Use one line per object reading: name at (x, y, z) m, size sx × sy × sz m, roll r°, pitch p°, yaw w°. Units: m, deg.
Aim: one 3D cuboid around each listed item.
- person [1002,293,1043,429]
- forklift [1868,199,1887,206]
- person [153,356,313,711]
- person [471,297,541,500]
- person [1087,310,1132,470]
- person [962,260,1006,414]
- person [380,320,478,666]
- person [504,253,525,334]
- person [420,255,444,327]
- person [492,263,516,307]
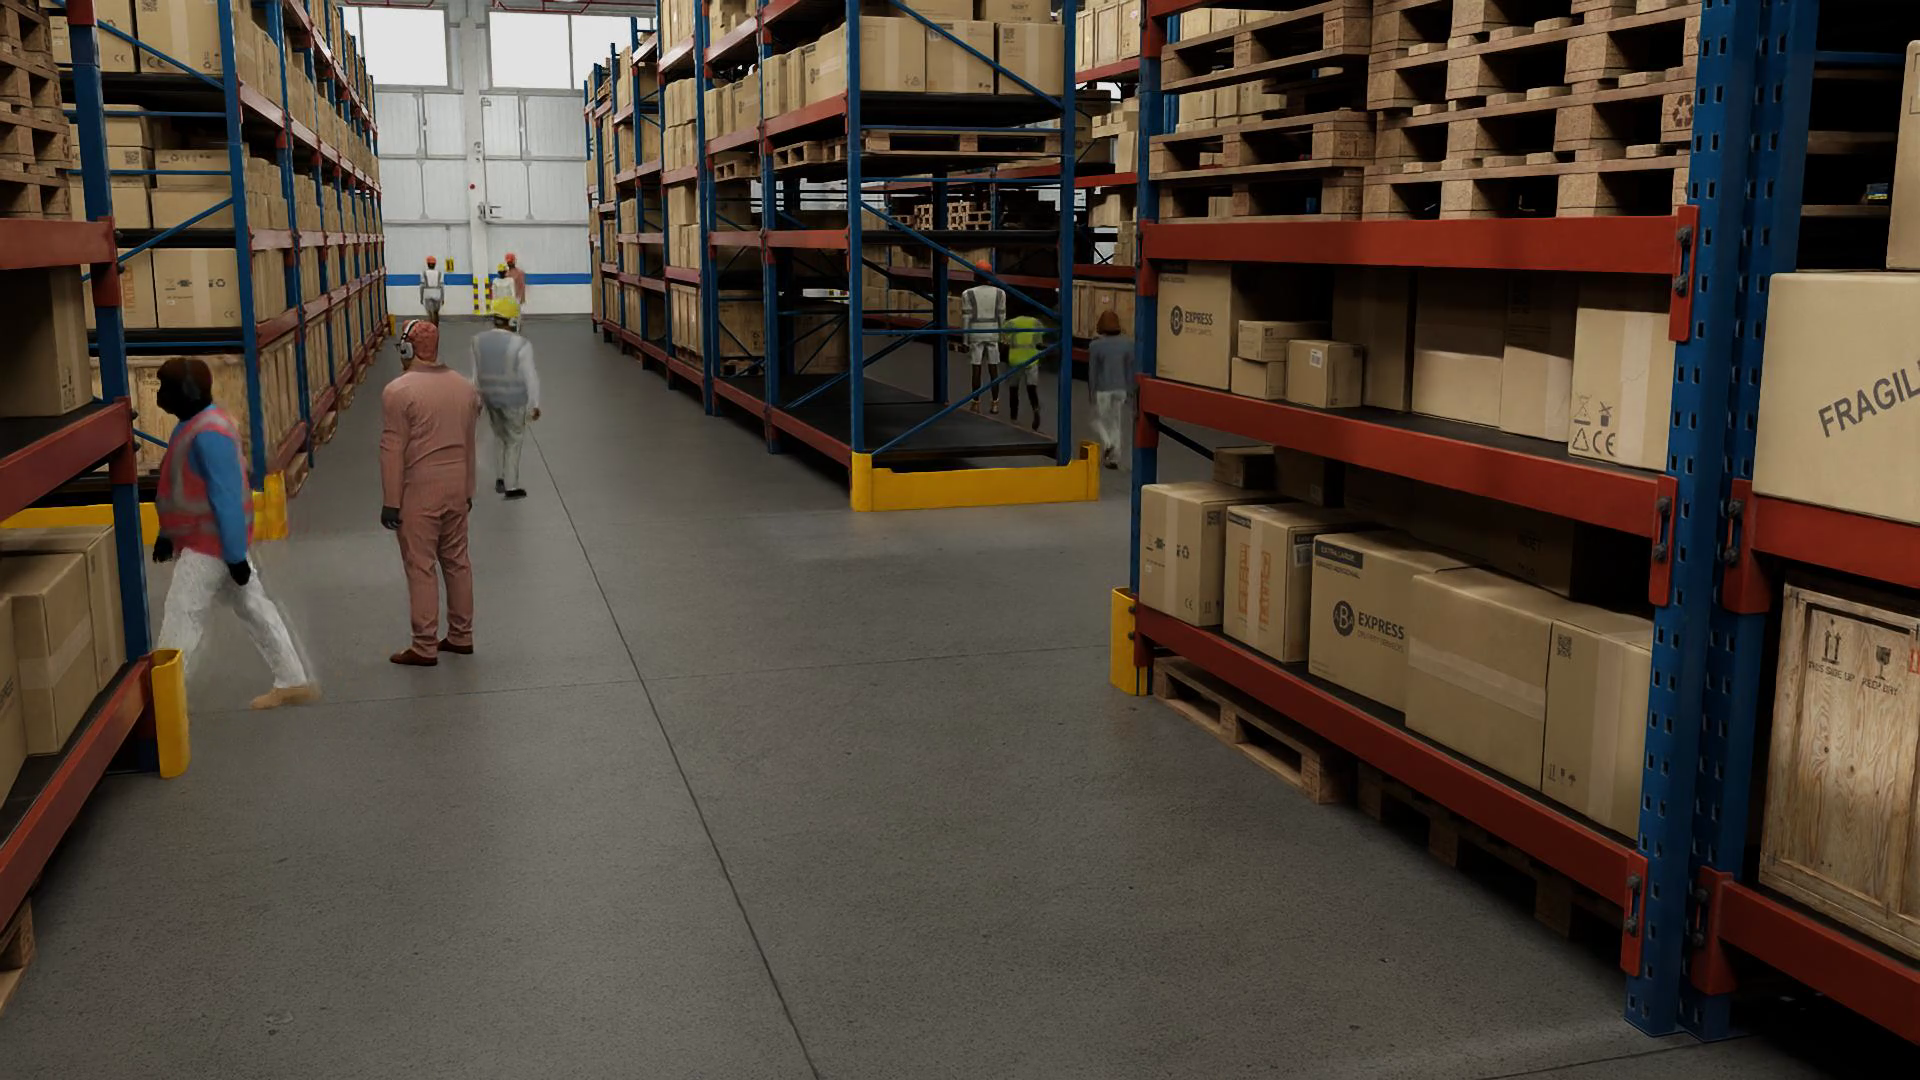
person at (0.775, -2.166, 20.233) m, size 0.538 × 1.678 × 0.704 m, roll -2°, pitch 11°, yaw -13°
forklift at (11.338, -2.915, 21.052) m, size 1.129 × 2.768 × 1.873 m, roll -3°, pitch 11°, yaw -17°
person at (-3.668, 0.010, 8.033) m, size 1.003 × 1.788 × 0.635 m, roll -5°, pitch 12°, yaw -26°
person at (-4.040, -1.265, 14.925) m, size 0.616 × 1.811 × 0.496 m, roll 3°, pitch 11°, yaw 17°
person at (1.501, -1.498, 16.745) m, size 0.505 × 1.622 × 0.377 m, roll -3°, pitch 11°, yaw -18°
person at (0.308, -2.679, 22.042) m, size 0.608 × 2.048 × 0.370 m, roll -3°, pitch 11°, yaw -14°
person at (-2.951, -0.261, 9.207) m, size 0.400 × 1.901 × 0.645 m, roll 5°, pitch 11°, yaw 25°
person at (-10.325, -5.631, 38.423) m, size 0.614 × 1.979 × 0.425 m, roll 3°, pitch 11°, yaw 16°
person at (-12.480, -5.769, 39.361) m, size 0.546 × 1.916 × 0.751 m, roll -5°, pitch 11°, yaw -24°
person at (-10.323, -5.376, 37.608) m, size 0.547 × 1.751 × 0.448 m, roll 0°, pitch 10°, yaw 3°
